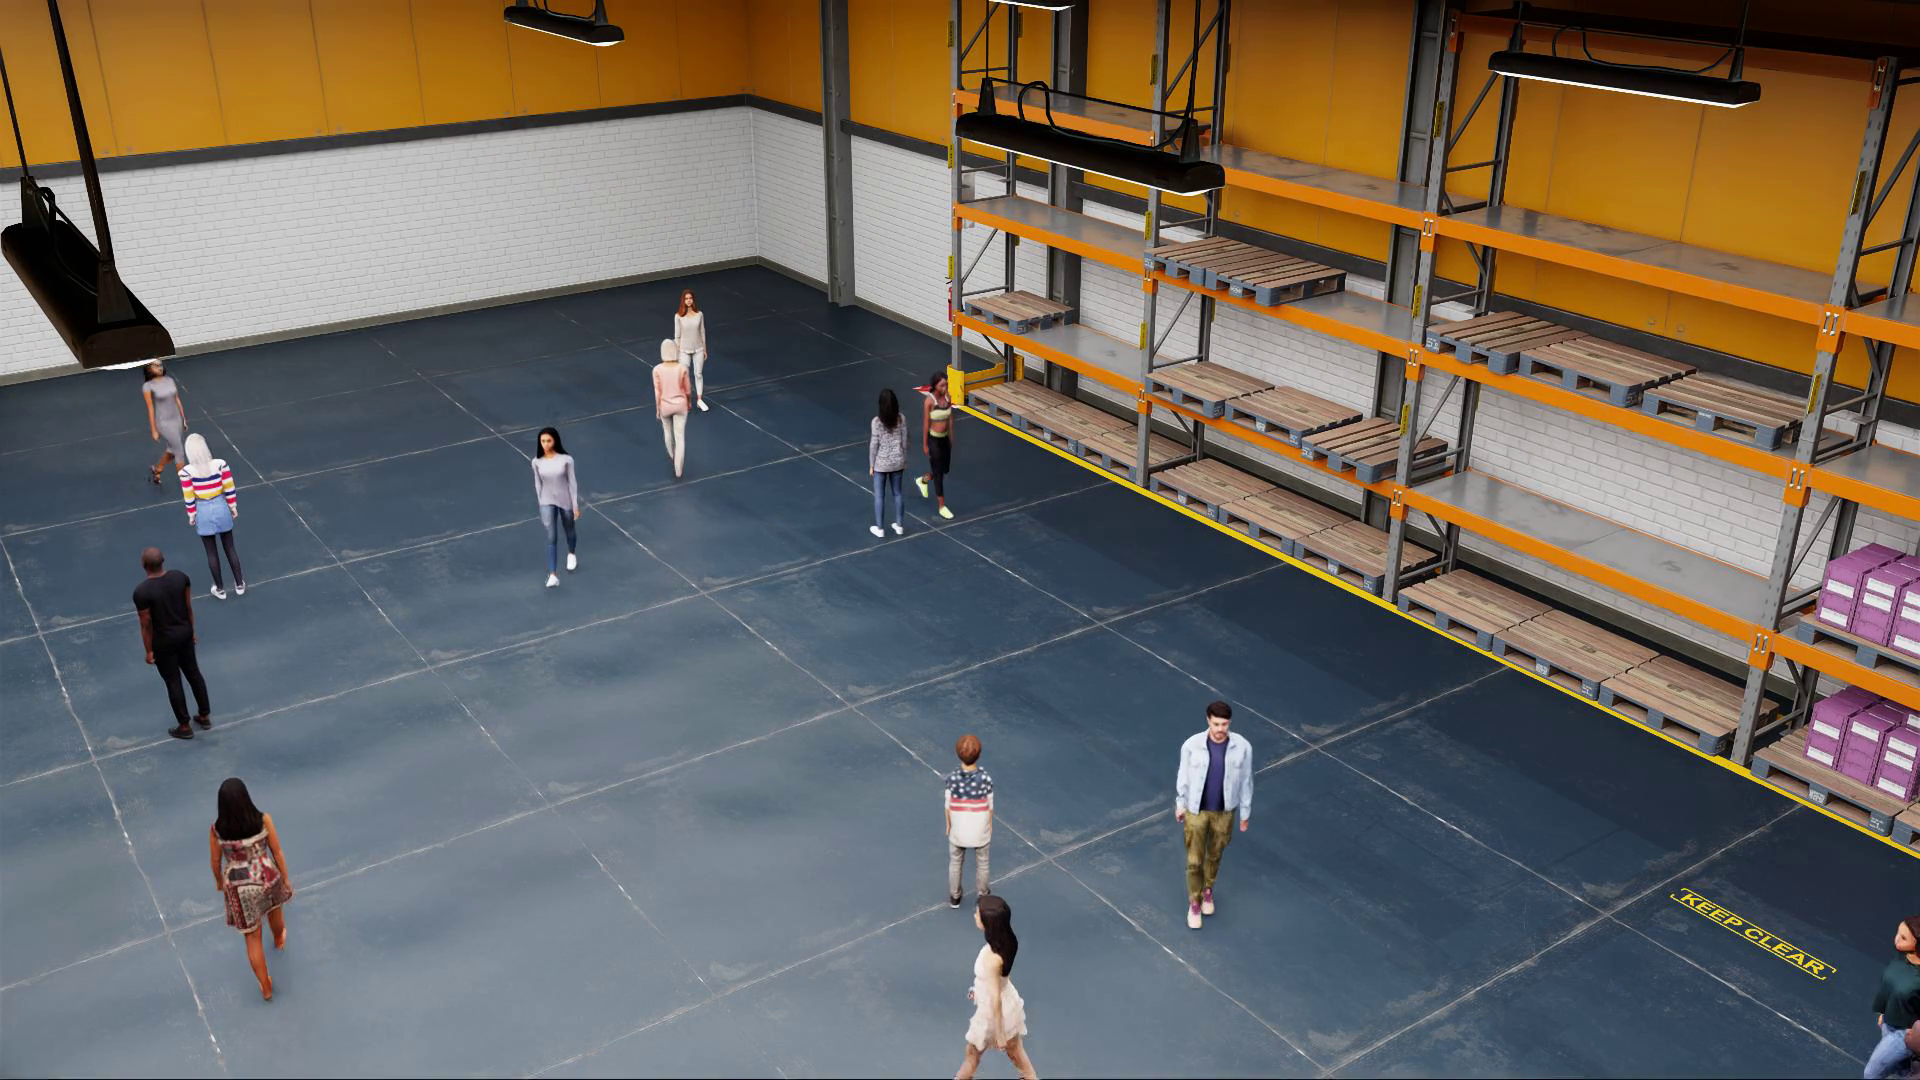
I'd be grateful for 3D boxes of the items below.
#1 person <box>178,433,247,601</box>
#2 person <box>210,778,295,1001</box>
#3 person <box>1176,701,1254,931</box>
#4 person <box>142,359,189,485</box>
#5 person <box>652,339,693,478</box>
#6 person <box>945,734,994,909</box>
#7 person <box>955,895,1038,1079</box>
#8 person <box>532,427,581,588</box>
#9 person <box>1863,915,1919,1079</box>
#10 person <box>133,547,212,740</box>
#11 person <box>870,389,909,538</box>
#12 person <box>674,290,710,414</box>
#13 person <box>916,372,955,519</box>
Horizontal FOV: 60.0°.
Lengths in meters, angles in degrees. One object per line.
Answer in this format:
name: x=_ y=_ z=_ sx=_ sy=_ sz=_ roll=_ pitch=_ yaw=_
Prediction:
person: x=-7.805 y=-0.260 z=17.368 sx=0.654 sy=1.807 sz=0.506 roll=-15 pitch=28 yaw=-30
person: x=-4.878 y=2.427 z=11.468 sx=0.761 sy=1.611 sz=1.044 roll=-10 pitch=26 yaw=-22
person: x=1.852 y=1.953 z=12.316 sx=0.875 sy=1.798 sz=0.925 roll=0 pitch=24 yaw=1
person: x=-9.549 y=-1.353 z=19.944 sx=1.152 sy=1.748 sz=0.964 roll=9 pitch=25 yaw=20
person: x=-3.540 y=-1.600 z=20.602 sx=0.929 sy=1.672 sz=1.206 roll=-4 pitch=24 yaw=-10
person: x=0.075 y=2.102 z=12.424 sx=0.578 sy=1.439 sz=0.629 roll=3 pitch=24 yaw=6
person: x=0.323 y=2.943 z=10.182 sx=1.097 sy=1.695 sz=0.949 roll=8 pitch=25 yaw=18
person: x=-4.280 y=-0.398 z=17.833 sx=1.024 sy=1.689 sz=1.236 roll=-2 pitch=24 yaw=-4
person: x=5.855 y=3.004 z=10.174 sx=1.027 sy=1.588 sz=1.031 roll=-1 pitch=24 yaw=-1
person: x=-6.963 y=0.897 z=14.707 sx=0.695 sy=1.819 sz=0.736 roll=16 pitch=28 yaw=32
person: x=-0.809 y=-0.878 z=18.876 sx=0.643 sy=1.732 sz=0.579 roll=-12 pitch=26 yaw=-25
person: x=-3.704 y=-2.610 z=22.861 sx=0.633 sy=1.713 sz=0.610 roll=-10 pitch=26 yaw=-22
person: x=-0.304 y=-1.150 z=19.493 sx=0.632 sy=1.735 sz=0.987 roll=-18 pitch=29 yaw=-35
